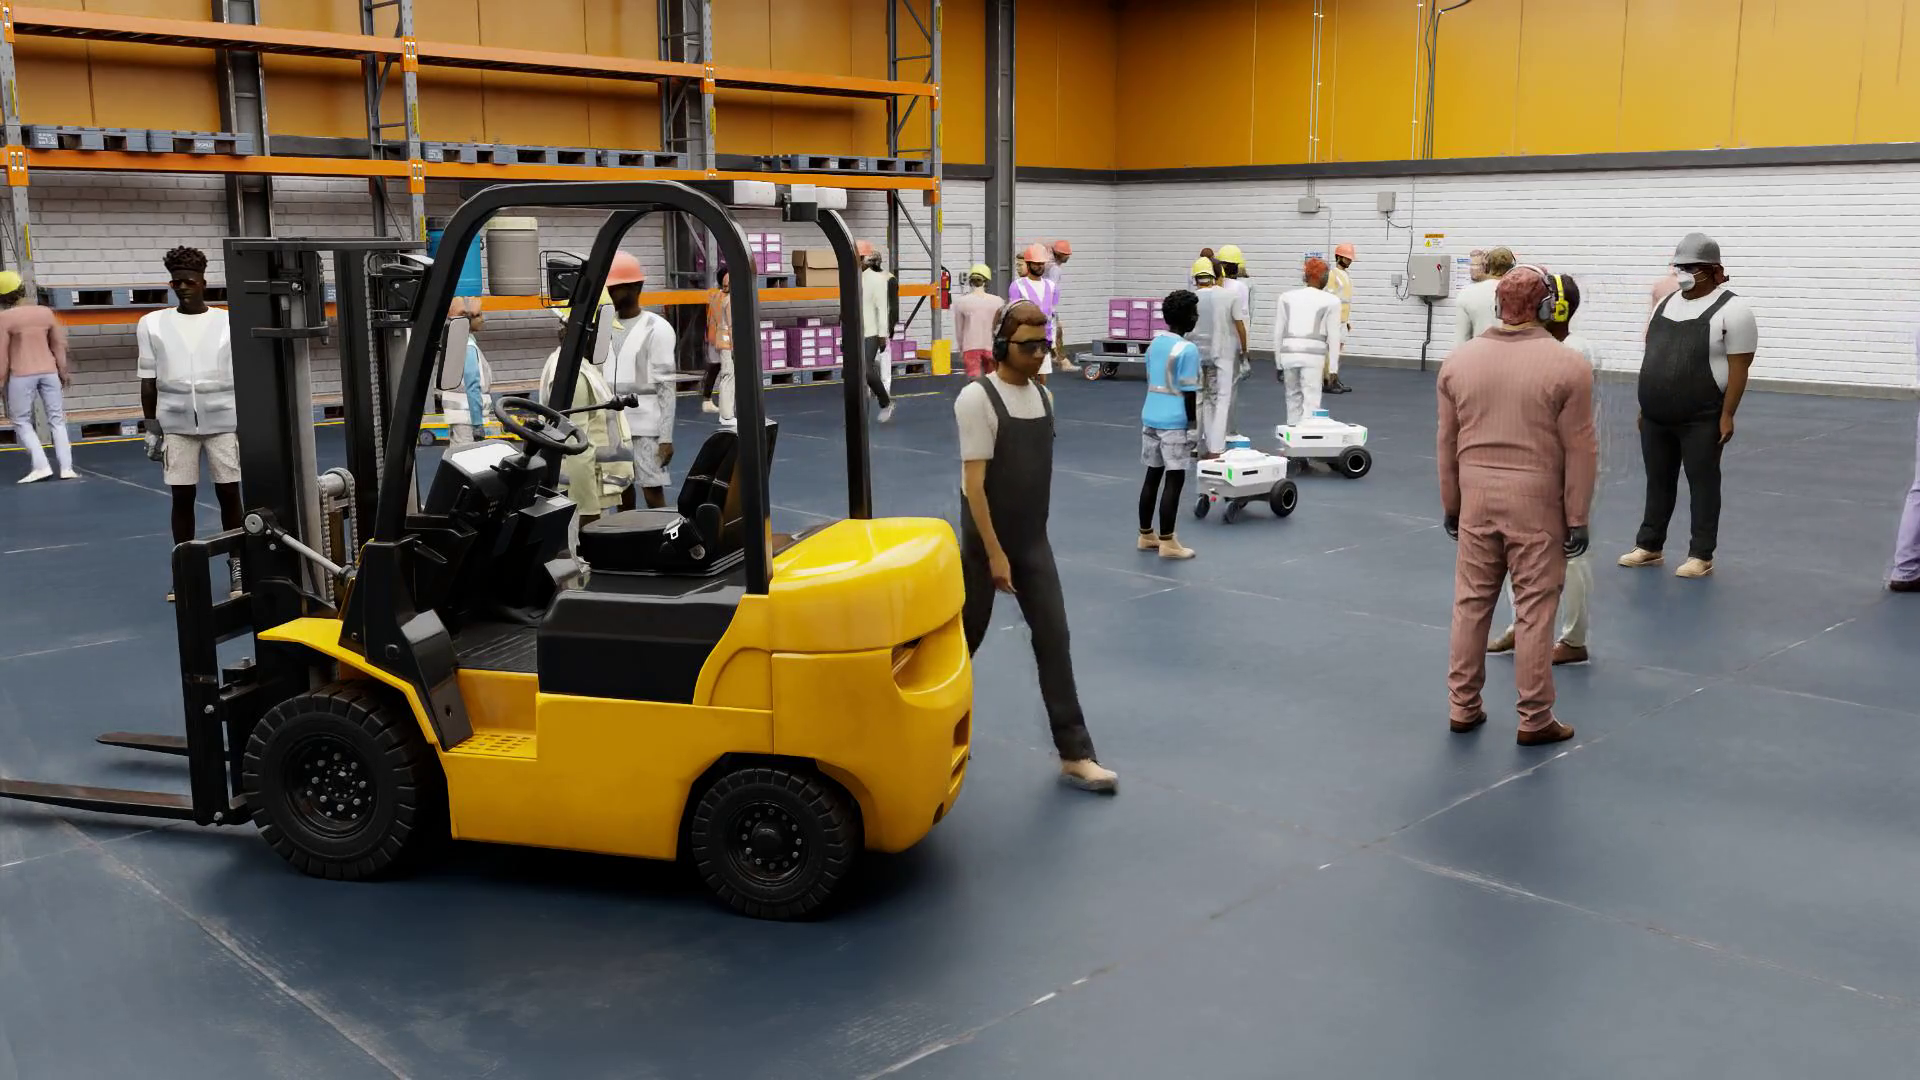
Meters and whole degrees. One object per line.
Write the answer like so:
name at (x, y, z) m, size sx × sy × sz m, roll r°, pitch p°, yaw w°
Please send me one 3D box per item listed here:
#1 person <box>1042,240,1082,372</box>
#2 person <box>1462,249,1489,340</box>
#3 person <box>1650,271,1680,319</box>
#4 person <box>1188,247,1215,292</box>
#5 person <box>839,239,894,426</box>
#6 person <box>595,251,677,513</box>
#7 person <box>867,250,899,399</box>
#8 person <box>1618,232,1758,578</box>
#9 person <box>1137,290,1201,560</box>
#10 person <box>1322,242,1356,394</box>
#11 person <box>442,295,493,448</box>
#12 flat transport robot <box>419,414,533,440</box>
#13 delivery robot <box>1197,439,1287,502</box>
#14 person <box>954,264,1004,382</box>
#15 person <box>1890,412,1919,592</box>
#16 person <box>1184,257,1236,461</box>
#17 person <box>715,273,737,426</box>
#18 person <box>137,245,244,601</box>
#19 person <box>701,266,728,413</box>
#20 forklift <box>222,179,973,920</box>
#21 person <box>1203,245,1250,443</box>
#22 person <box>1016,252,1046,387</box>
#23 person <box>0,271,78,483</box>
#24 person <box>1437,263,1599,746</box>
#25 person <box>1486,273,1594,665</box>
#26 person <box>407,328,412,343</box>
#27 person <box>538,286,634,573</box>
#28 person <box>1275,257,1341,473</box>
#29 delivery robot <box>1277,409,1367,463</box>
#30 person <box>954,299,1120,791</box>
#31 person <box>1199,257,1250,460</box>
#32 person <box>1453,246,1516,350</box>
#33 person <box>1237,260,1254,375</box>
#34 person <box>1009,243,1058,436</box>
person at (1.241, -3.438, 24.535) m, size 1.066 × 1.971 × 0.650 m, roll 0°, pitch 10°, yaw 0°
person at (5.089, -1.884, 16.240) m, size 0.414 × 1.887 × 0.688 m, roll -5°, pitch 12°, yaw -25°
person at (7.298, -1.977, 16.731) m, size 0.501 × 1.888 × 0.679 m, roll -7°, pitch 13°, yaw -34°
person at (3.652, -3.405, 24.660) m, size 0.627 × 1.840 × 0.429 m, roll -2°, pitch 11°, yaw -11°
person at (-1.018, -2.188, 17.646) m, size 0.633 × 1.977 × 0.439 m, roll 10°, pitch 14°, yaw 43°
person at (-1.820, -0.621, 9.220) m, size 0.548 × 1.936 × 0.376 m, roll 6°, pitch 12°, yaw 30°
person at (-1.069, -2.668, 20.635) m, size 0.625 × 1.843 × 0.430 m, roll 6°, pitch 12°, yaw 29°
person at (4.305, -0.801, 9.913) m, size 0.536 × 2.000 × 0.674 m, roll -6°, pitch 12°, yaw -31°
person at (1.327, -0.722, 10.453) m, size 0.326 × 1.685 × 0.537 m, roll -4°, pitch 11°, yaw -20°
person at (4.879, -2.845, 21.363) m, size 0.368 × 1.929 × 0.542 m, roll 8°, pitch 13°, yaw 36°
person at (-3.167, -0.748, 10.718) m, size 0.310 × 1.638 × 0.523 m, roll -6°, pitch 12°, yaw -28°
flat transport robot at (-4.924, -1.099, 16.368) m, size 1.431 × 0.197 × 0.652 m, roll -3°, pitch 11°, yaw -18°
delivery robot at (2.024, -0.481, 11.941) m, size 0.707 × 0.478 × 0.477 m, roll -11°, pitch 15°, yaw -42°
person at (0.202, -1.891, 16.683) m, size 0.521 × 1.733 × 0.547 m, roll 0°, pitch 10°, yaw -2°
person at (5.609, -0.613, 9.287) m, size 0.647 × 1.882 × 0.687 m, roll 0°, pitch 10°, yaw 0°
person at (2.184, -1.618, 14.948) m, size 0.592 × 1.828 × 0.404 m, roll -3°, pitch 11°, yaw -14°
person at (-2.446, -2.033, 17.760) m, size 0.318 × 1.631 × 0.513 m, roll -2°, pitch 11°, yaw -13°
person at (-4.226, -0.643, 9.252) m, size 0.607 × 1.966 × 0.367 m, roll -3°, pitch 11°, yaw -18°
person at (-2.595, -2.262, 18.864) m, size 0.782 × 1.659 × 0.558 m, roll -2°, pitch 11°, yaw -10°
forklift at (-1.114, -0.058, 5.440) m, size 2.313 × 2.155 × 1.214 m, roll 2°, pitch 11°, yaw 13°
person at (2.598, -1.914, 16.289) m, size 0.371 × 1.925 × 0.595 m, roll -10°, pitch 14°, yaw -42°
person at (0.771, -2.163, 17.872) m, size 0.389 × 1.845 × 0.564 m, roll -4°, pitch 11°, yaw -23°
person at (-7.608, -1.333, 13.680) m, size 0.336 × 1.734 × 0.617 m, roll 6°, pitch 12°, yaw 32°
person at (2.224, -0.137, 6.645) m, size 0.641 × 1.913 × 0.407 m, roll 9°, pitch 14°, yaw 42°
person at (2.710, -0.305, 7.757) m, size 0.634 × 1.849 × 0.527 m, roll 1°, pitch 10°, yaw 3°
person at (-5.739, -1.893, 16.978) m, size 0.497 × 1.633 × 0.279 m, roll -8°, pitch 13°, yaw -39°
person at (-1.611, -0.196, 7.205) m, size 0.403 × 1.823 × 0.586 m, roll -3°, pitch 11°, yaw -16°
person at (2.978, -1.508, 14.355) m, size 0.610 × 1.858 × 0.694 m, roll 7°, pitch 13°, yaw 34°
delivery robot at (3.046, -0.857, 14.017) m, size 0.707 × 0.478 × 0.477 m, roll 0°, pitch 10°, yaw -3°
person at (0.160, 0.008, 6.194) m, size 0.515 × 1.803 × 0.932 m, roll -9°, pitch 14°, yaw -40°
person at (2.291, -1.596, 14.843) m, size 0.608 × 1.829 × 0.466 m, roll 6°, pitch 12°, yaw 31°
person at (4.193, -1.329, 13.067) m, size 0.634 × 1.937 × 0.355 m, roll 3°, pitch 11°, yaw 16°
person at (3.969, -3.190, 23.877) m, size 0.486 × 1.691 × 0.879 m, roll 1°, pitch 10°, yaw 6°
person at (0.753, -1.982, 16.635) m, size 0.545 × 1.938 × 0.360 m, roll -6°, pitch 12°, yaw -31°
